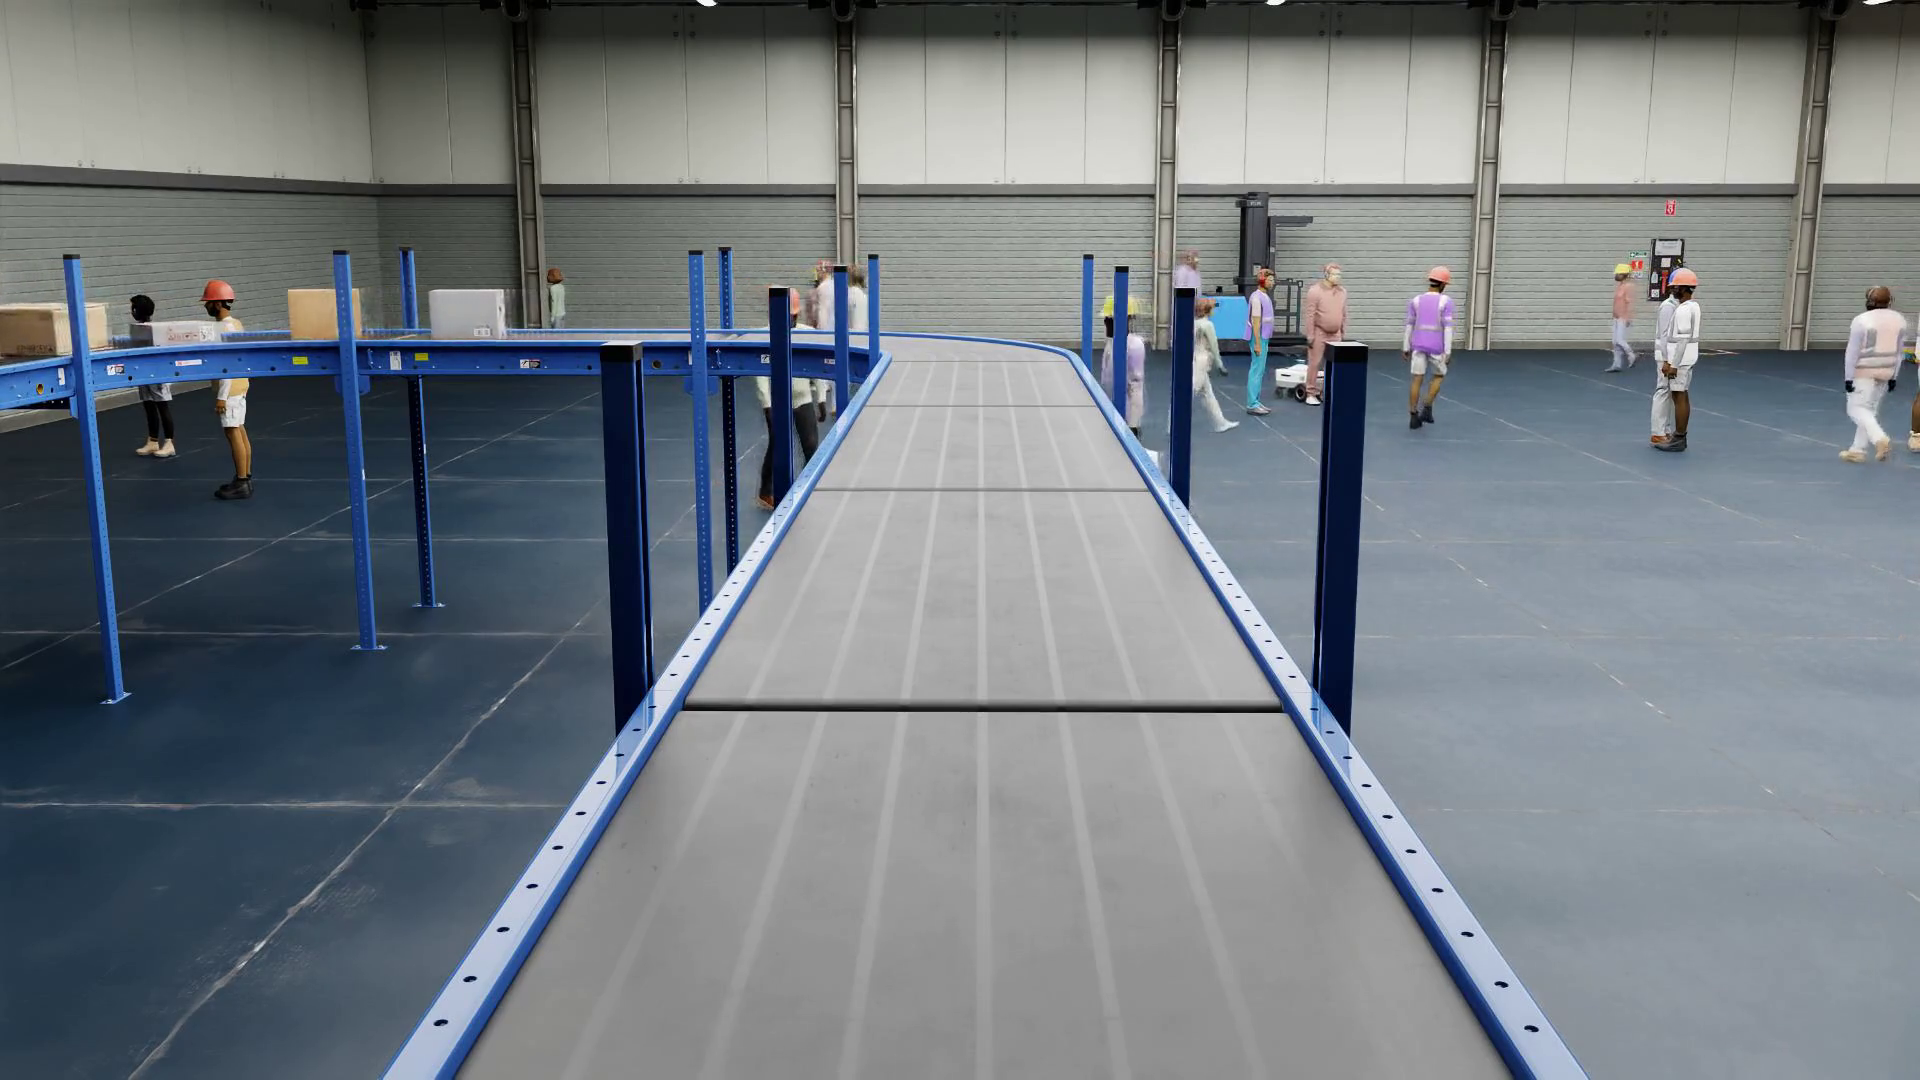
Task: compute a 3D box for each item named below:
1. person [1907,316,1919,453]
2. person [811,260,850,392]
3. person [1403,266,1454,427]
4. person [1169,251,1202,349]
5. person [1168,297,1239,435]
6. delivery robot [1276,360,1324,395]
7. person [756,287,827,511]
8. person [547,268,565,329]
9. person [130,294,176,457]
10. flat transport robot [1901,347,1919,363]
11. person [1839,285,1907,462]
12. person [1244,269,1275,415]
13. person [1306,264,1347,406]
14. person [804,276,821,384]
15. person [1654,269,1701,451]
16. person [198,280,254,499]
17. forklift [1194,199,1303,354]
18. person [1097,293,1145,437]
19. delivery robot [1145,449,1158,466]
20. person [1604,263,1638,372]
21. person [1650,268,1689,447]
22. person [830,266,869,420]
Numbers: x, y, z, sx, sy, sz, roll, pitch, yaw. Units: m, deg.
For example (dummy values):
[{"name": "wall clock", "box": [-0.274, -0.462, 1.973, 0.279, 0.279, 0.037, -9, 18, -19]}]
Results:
[{"name": "person", "box": [10.426, -1.965, 17.801, 0.356, 2.047, 0.615, 6, 12, 27]}, {"name": "person", "box": [-1.857, -3.062, 23.863, 0.643, 1.892, 0.654, 2, 11, 12]}, {"name": "person", "box": [5.603, -2.305, 19.904, 0.684, 1.905, 0.597, 9, 14, 38]}, {"name": "person", "box": [4.094, -4.225, 29.804, 0.487, 1.897, 0.657, 9, 14, 39]}, {"name": "person", "box": [2.786, -1.965, 18.991, 0.913, 1.586, 0.514, -2, 11, -11]}, {"name": "delivery robot", "box": [4.699, -2.239, 22.927, 0.477, 0.478, 0.707, -8, 13, -35]}, {"name": "person", "box": [-1.453, -1.174, 14.046, 0.622, 1.939, 0.855, -5, 12, -25]}, {"name": "person", "box": [-6.830, -3.774, 28.169, 0.276, 1.633, 0.507, 1, 11, 7]}, {"name": "person", "box": [-8.497, -1.725, 17.469, 0.533, 1.698, 0.322, 7, 13, 33]}, {"name": "flat transport robot", "box": [16.776, -3.238, 29.036, 0.652, 0.197, 1.431, 0, 11, 1]}, {"name": "person", "box": [9.298, -1.675, 16.906, 0.631, 1.822, 0.733, -3, 11, -13]}, {"name": "person", "box": [3.821, -2.535, 21.263, 0.373, 1.840, 0.570, 4, 12, 19]}, {"name": "person", "box": [4.899, -2.738, 22.256, 0.654, 1.881, 0.465, -5, 12, -22]}, {"name": "person", "box": [-2.105, -3.193, 24.944, 0.804, 1.730, 0.358, 5, 12, 22]}, {"name": "person", "box": [7.767, -1.941, 17.969, 0.357, 1.938, 0.542, 7, 13, 32]}, {"name": "person", "box": [-6.577, -1.349, 14.925, 0.354, 1.939, 0.545, -2, 11, -12]}, {"name": "forklift", "box": [5.313, -4.851, 30.603, 1.873, 2.768, 1.129, 0, 11, 1]}, {"name": "person", "box": [1.340, -1.031, 13.367, 0.719, 1.907, 0.600, -3, 11, -15]}, {"name": "delivery robot", "box": [1.420, -0.684, 14.936, 0.707, 0.478, 0.477, -6, 12, -28]}, {"name": "person", "box": [10.687, -3.581, 26.860, 0.409, 1.751, 0.545, -1, 11, -4]}, {"name": "person", "box": [7.809, -1.995, 18.218, 0.395, 1.945, 0.618, 8, 13, 35]}, {"name": "person", "box": [-1.184, -2.458, 20.764, 1.013, 1.886, 0.639, -5, 12, -26]}]
